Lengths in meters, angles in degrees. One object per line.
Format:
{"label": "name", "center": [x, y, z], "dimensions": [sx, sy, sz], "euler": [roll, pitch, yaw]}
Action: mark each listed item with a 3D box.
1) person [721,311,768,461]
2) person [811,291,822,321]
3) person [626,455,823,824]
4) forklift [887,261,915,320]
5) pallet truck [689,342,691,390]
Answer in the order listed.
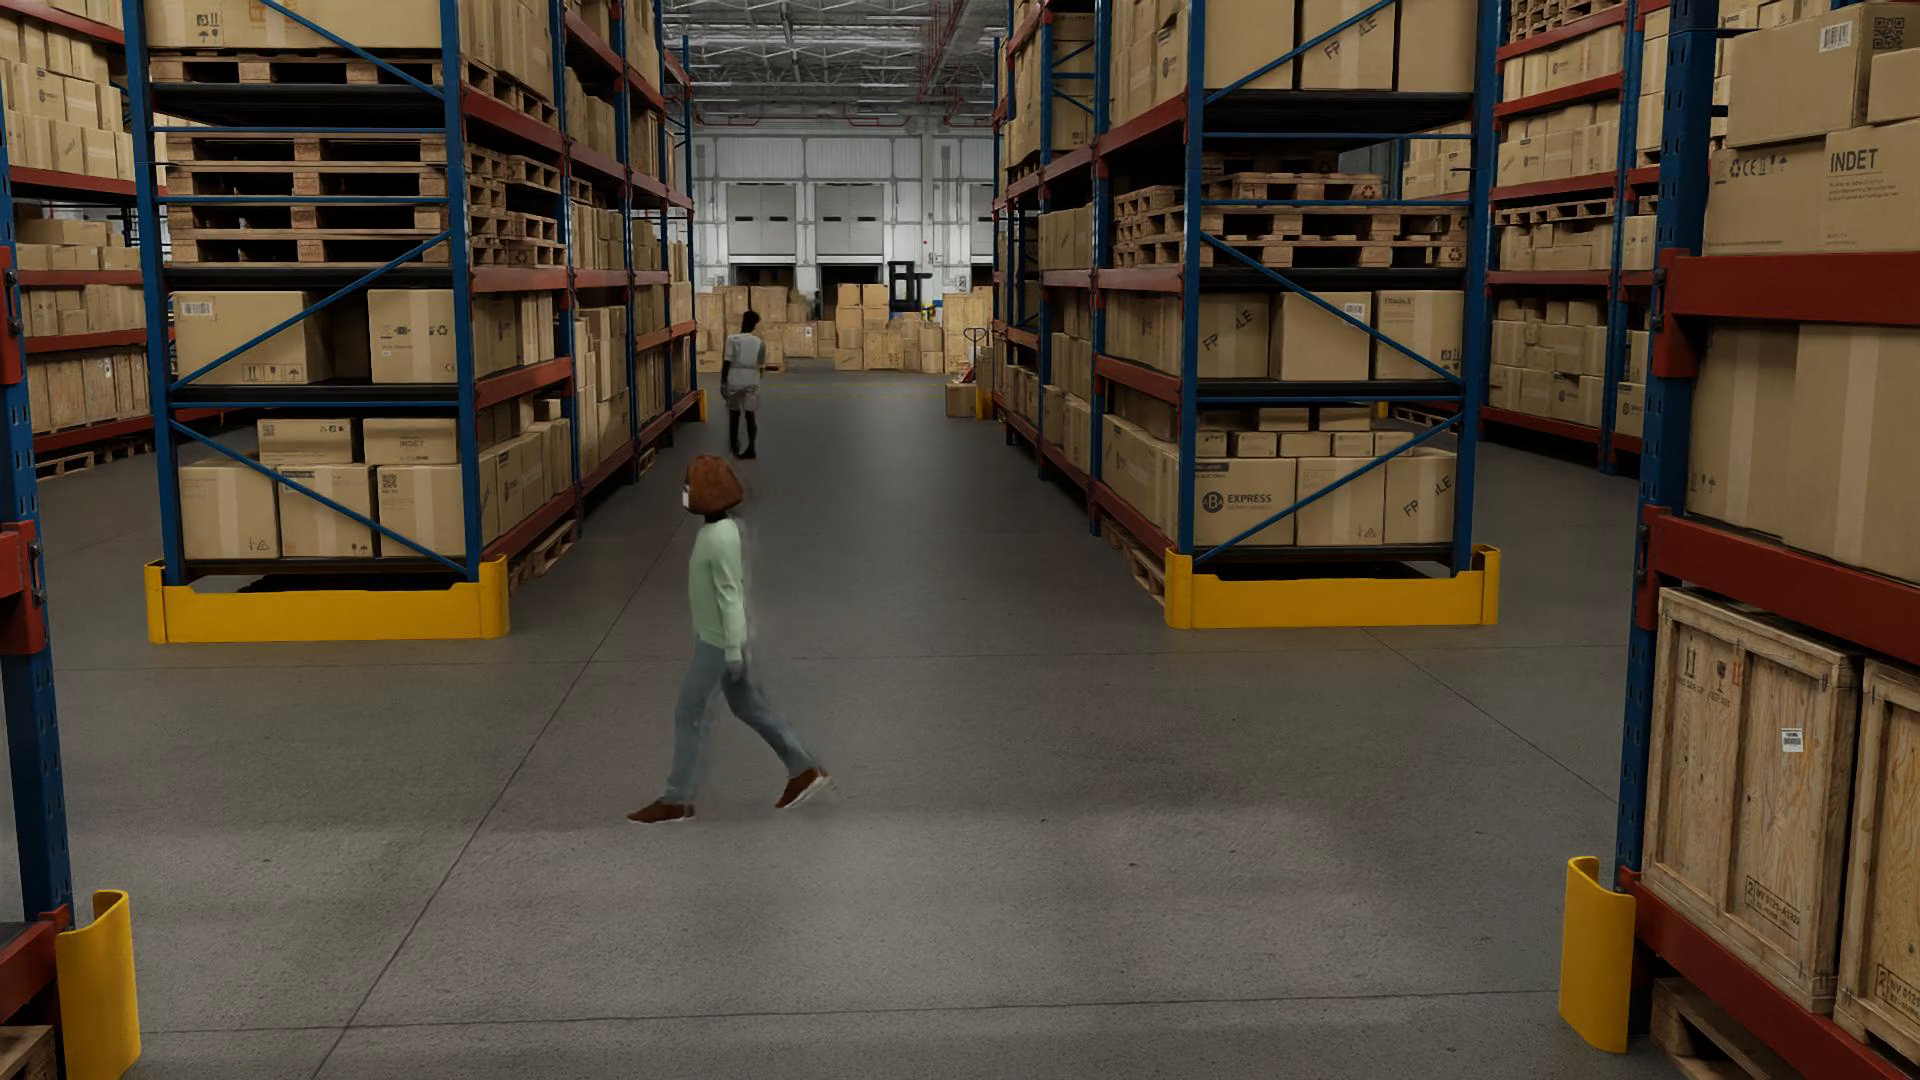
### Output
{"label": "person", "center": [-2.790, -1.987, 21.377], "dimensions": [0.668, 1.899, 0.853], "euler": [-4, 10, -22]}
{"label": "person", "center": [-5.175, -8.061, 59.870], "dimensions": [0.985, 1.801, 0.508], "euler": [8, 12, 40]}
{"label": "person", "center": [-1.003, 0.422, 7.193], "dimensions": [0.830, 1.598, 0.509], "euler": [-2, 9, -11]}
{"label": "forklift", "center": [-1.975, -7.949, 55.744], "dimensions": [1.129, 2.768, 1.873], "euler": [7, 11, 37]}
{"label": "pallet truck", "center": [-5.225, -3.008, 27.480], "dimensions": [1.885, 1.965, 0.823], "euler": [2, 9, 14]}
